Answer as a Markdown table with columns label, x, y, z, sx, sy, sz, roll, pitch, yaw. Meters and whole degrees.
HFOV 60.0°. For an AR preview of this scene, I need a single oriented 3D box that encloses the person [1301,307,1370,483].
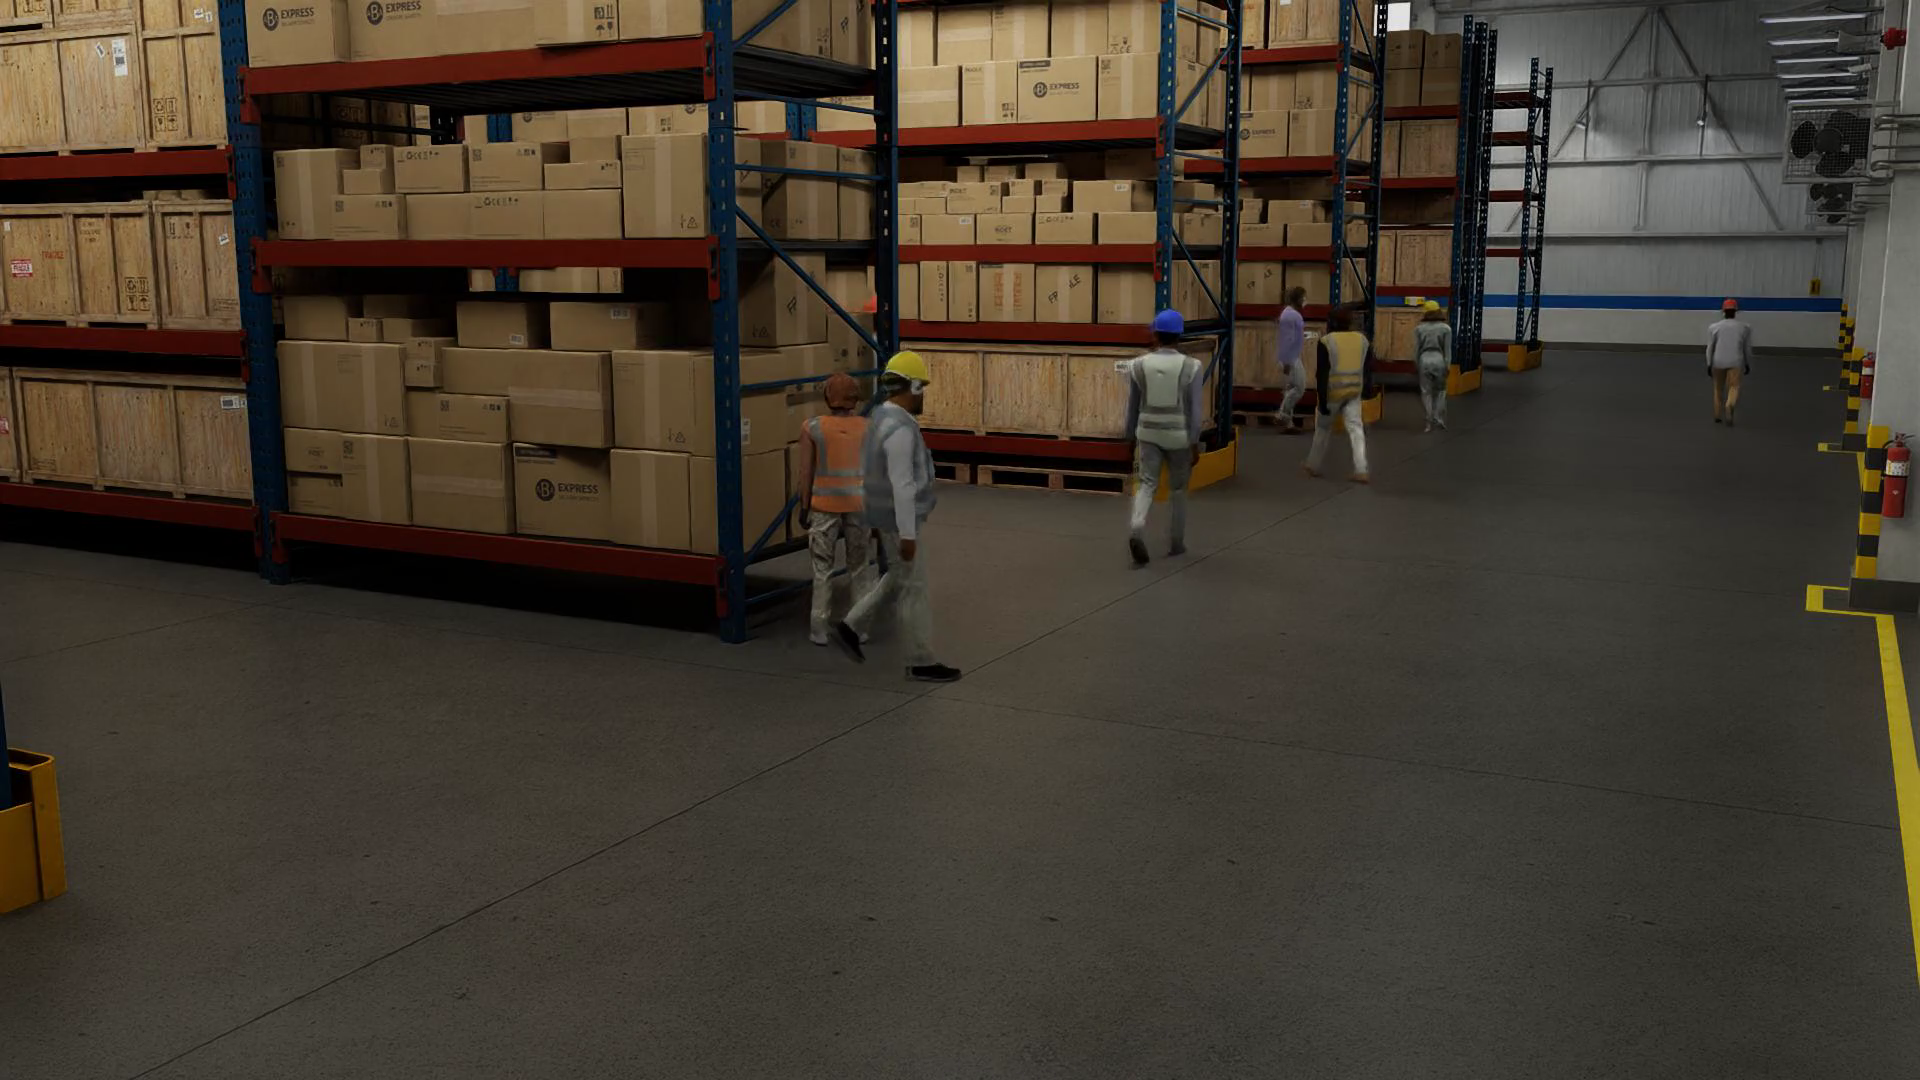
| label | x | y | z | sx | sy | sz | roll | pitch | yaw |
| --- | --- | --- | --- | --- | --- | --- | --- | --- | --- |
| person | 3.876 | -1.483 | 17.012 | 0.622 | 1.791 | 1.004 | -3 | 10 | -17 |

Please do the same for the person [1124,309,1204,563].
| label | x | y | z | sx | sy | sz | roll | pitch | yaw |
| --- | --- | --- | --- | --- | --- | --- | --- | --- | --- |
| person | 1.523 | -0.783 | 12.572 | 0.615 | 1.922 | 0.872 | 4 | 11 | 23 |

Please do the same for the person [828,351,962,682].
| label | x | y | z | sx | sy | sz | roll | pitch | yaw |
| --- | --- | --- | --- | --- | --- | --- | --- | --- | --- |
| person | -0.360 | -0.125 | 9.069 | 0.636 | 1.806 | 0.627 | -2 | 10 | -10 |

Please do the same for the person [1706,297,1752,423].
| label | x | y | z | sx | sy | sz | roll | pitch | yaw |
| --- | --- | --- | --- | --- | --- | --- | --- | --- | --- |
| person | 10.452 | -2.434 | 22.640 | 0.575 | 1.735 | 0.606 | 5 | 11 | 28 |

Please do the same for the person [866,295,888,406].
| label | x | y | z | sx | sy | sz | roll | pitch | yaw |
| --- | --- | --- | --- | --- | --- | --- | --- | --- | --- |
| person | -0.753 | -1.410 | 16.170 | 0.496 | 1.924 | 0.569 | 5 | 11 | 26 |

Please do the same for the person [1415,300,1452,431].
| label | x | y | z | sx | sy | sz | roll | pitch | yaw |
| --- | --- | --- | --- | --- | --- | --- | --- | --- | --- |
| person | 6.210 | -2.286 | 21.858 | 0.488 | 1.715 | 0.534 | 4 | 11 | 22 |

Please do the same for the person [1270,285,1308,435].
| label | x | y | z | sx | sy | sz | roll | pitch | yaw |
| --- | --- | --- | --- | --- | --- | --- | --- | --- | --- |
| person | 4.265 | -2.280 | 21.203 | 0.436 | 1.921 | 0.642 | 3 | 10 | 19 |

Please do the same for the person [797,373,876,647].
| label | x | y | z | sx | sy | sz | roll | pitch | yaw |
| --- | --- | --- | --- | --- | --- | --- | --- | --- | --- |
| person | -0.704 | -0.176 | 9.882 | 0.525 | 1.632 | 0.312 | -3 | 10 | -14 |
